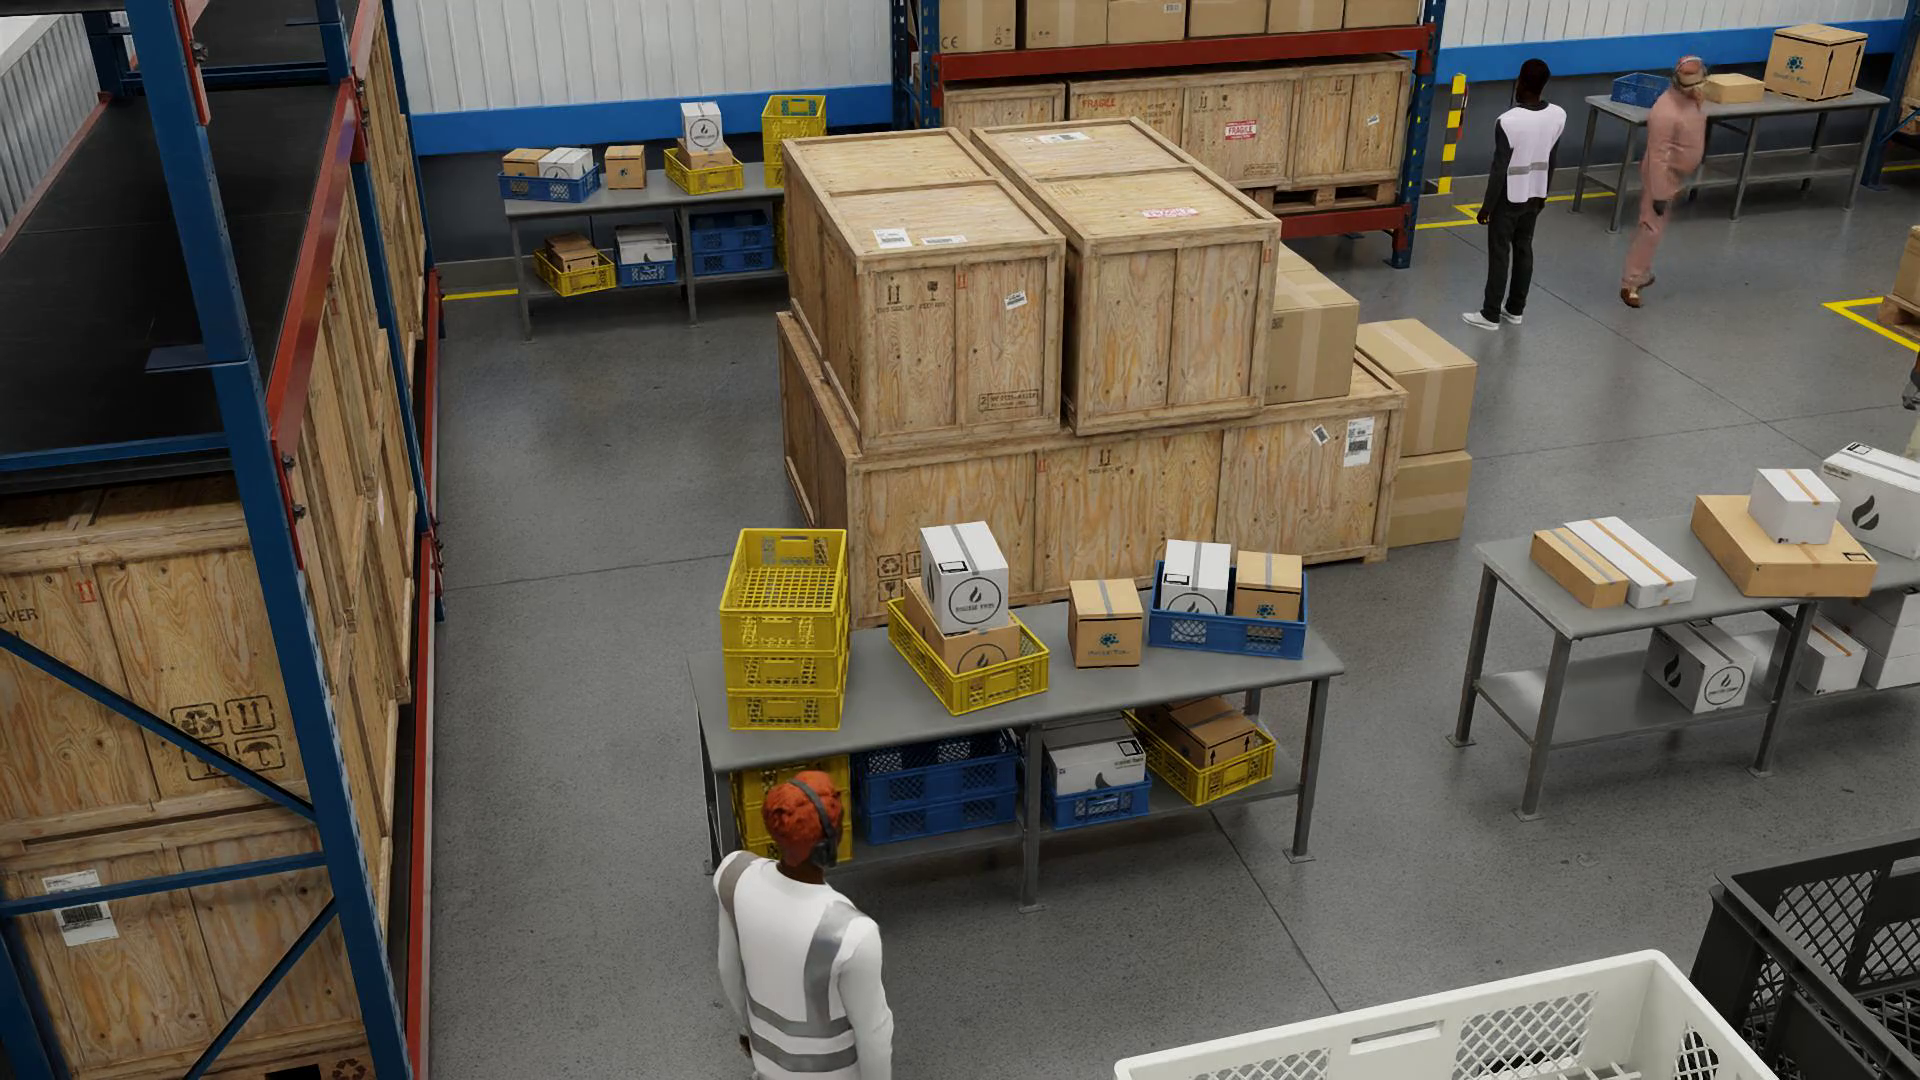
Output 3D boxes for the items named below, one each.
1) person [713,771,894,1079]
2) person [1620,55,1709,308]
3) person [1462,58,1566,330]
[{"bbox_3d":[-0.422,1.464,4.772,0.575,1.883,0.362,20,35,32],"label":"person"},{"bbox_3d":[5.271,-2.680,12.322,0.399,1.866,0.789,21,35,33],"label":"person"},{"bbox_3d":[3.959,-2.440,11.821,0.596,1.918,0.382,-15,32,-25],"label":"person"}]
